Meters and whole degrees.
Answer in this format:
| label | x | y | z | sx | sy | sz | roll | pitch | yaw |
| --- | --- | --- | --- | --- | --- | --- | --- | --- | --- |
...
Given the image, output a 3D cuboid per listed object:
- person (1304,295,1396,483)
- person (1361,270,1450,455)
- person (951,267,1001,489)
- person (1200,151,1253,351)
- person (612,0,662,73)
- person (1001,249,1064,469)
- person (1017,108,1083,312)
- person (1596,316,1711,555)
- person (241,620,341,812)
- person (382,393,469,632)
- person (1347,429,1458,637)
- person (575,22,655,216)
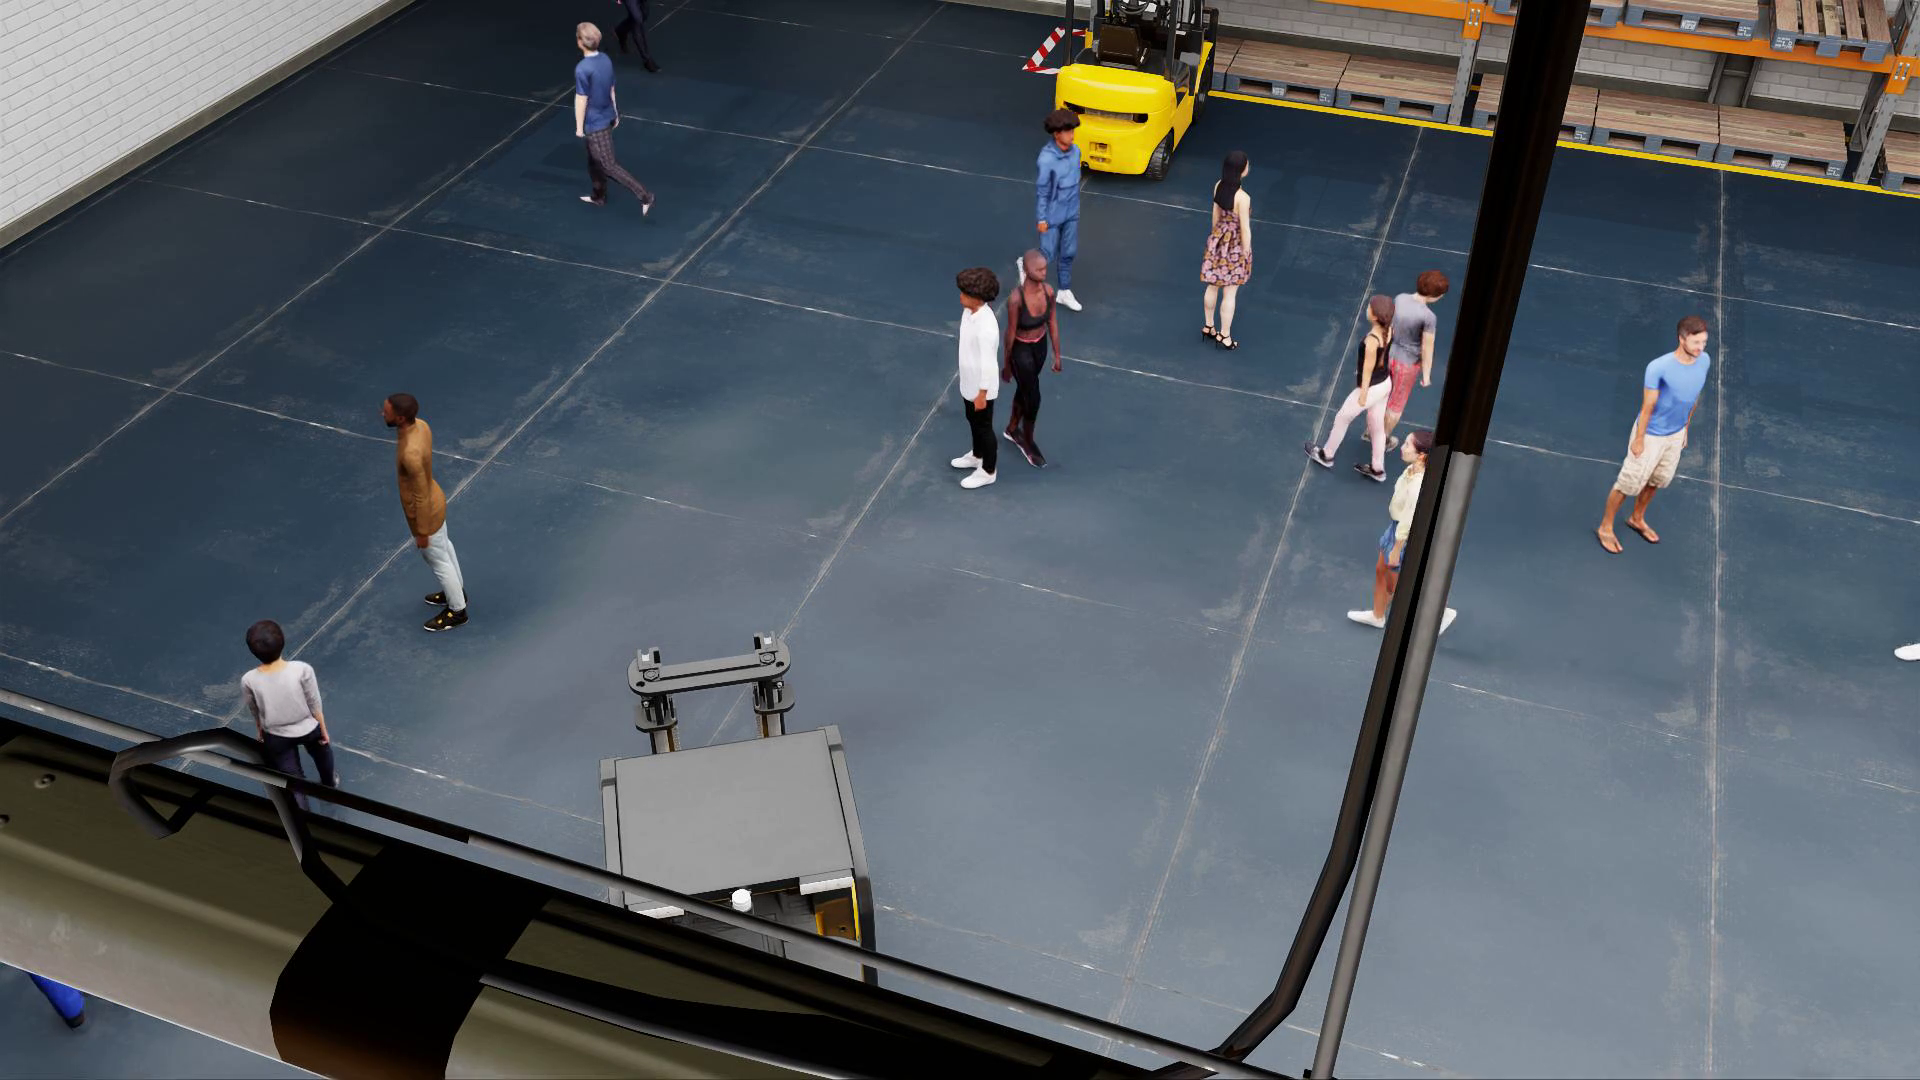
| label | x | y | z | sx | sy | sz | roll | pitch | yaw |
| --- | --- | --- | --- | --- | --- | --- | --- | --- | --- |
| person | 3.102 | -1.086 | 12.302 | 0.750 | 1.535 | 0.946 | -30 | 48 | -32 |
| person | 3.261 | -1.289 | 12.490 | 0.846 | 1.618 | 0.780 | -27 | 46 | -30 |
| person | 0.137 | -1.197 | 12.222 | 0.732 | 1.808 | 0.715 | -9 | 40 | -11 |
| person | 2.218 | -2.388 | 13.740 | 0.862 | 1.775 | 0.788 | -23 | 44 | -26 |
| person | -3.687 | -6.182 | 18.441 | 0.942 | 1.837 | 1.213 | -32 | 48 | -33 |
| person | 0.453 | -1.436 | 12.571 | 0.830 | 1.746 | 0.928 | -27 | 46 | -30 |
| person | 0.787 | -2.861 | 14.316 | 0.939 | 1.795 | 1.072 | -29 | 47 | -31 |
| person | 4.894 | -0.770 | 11.644 | 0.707 | 1.862 | 0.787 | -13 | 40 | -16 |
| person | -3.818 | 1.148 | 9.516 | 1.010 | 1.522 | 1.029 | -14 | 41 | -17 |
| person | -3.516 | -0.203 | 10.970 | 0.731 | 1.817 | 0.717 | -8 | 39 | -10 |
| person | 2.992 | 0.001 | 10.874 | 0.903 | 1.619 | 0.638 | 13 | 40 | 16 |
| person | -3.289 | -3.874 | 15.554 | 1.100 | 1.834 | 0.654 | 12 | 40 | 15 |
